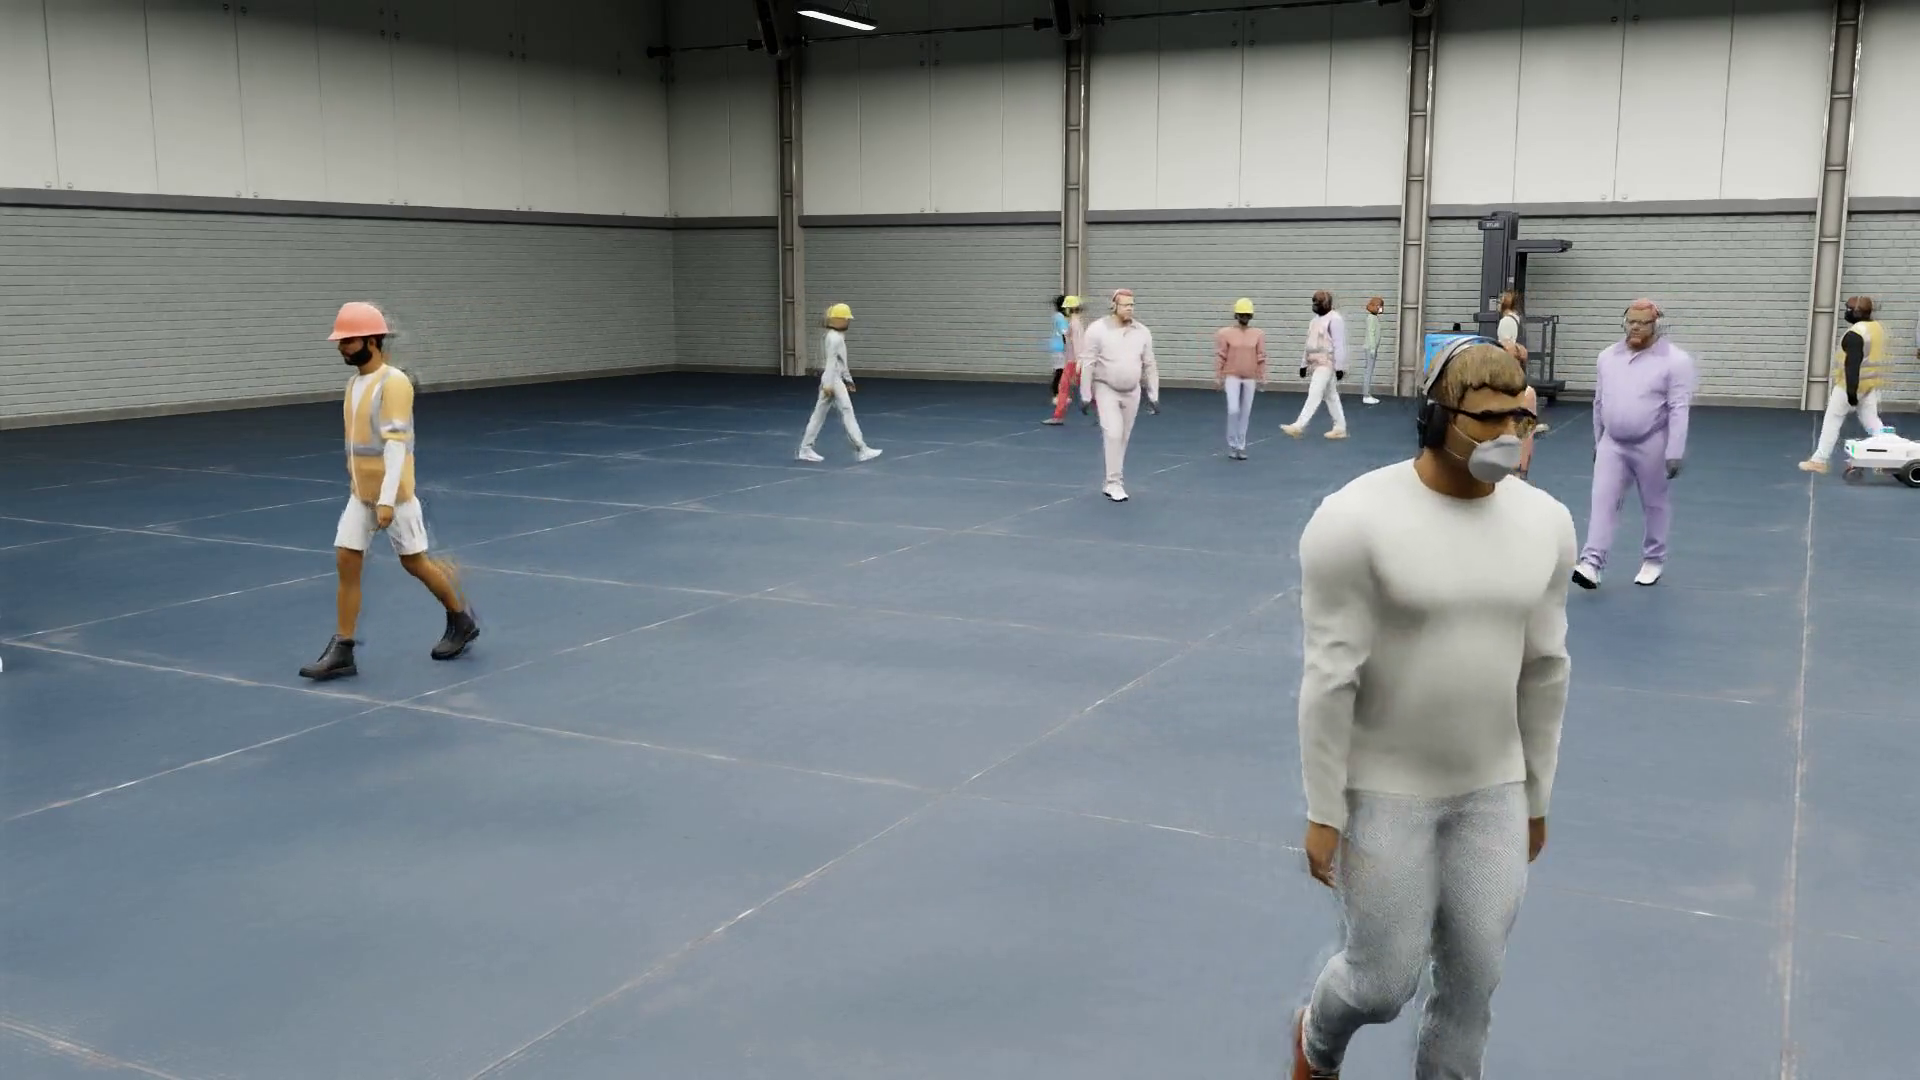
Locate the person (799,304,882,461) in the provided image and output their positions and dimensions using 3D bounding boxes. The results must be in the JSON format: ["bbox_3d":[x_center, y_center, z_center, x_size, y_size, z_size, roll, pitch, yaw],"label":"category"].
[{"bbox_3d":[-1.330,-1.692,17.921,0.896,1.690,0.497,-2,9,-9],"label":"person"}]

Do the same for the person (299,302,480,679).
[{"bbox_3d":[-2.939,-0.274,8.569,0.555,1.904,0.961,7,12,38],"label":"person"}]

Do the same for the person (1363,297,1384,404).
[{"bbox_3d":[6.418,-2.949,25.858,0.279,1.633,0.497,3,10,17],"label":"person"}]

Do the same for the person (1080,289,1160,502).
[{"bbox_3d":[1.470,-1.270,14.735,0.685,1.873,0.840,-4,10,-22],"label":"person"}]

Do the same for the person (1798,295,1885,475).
[{"bbox_3d":[9.085,-1.566,16.800,0.618,1.808,0.931,-7,11,-36],"label":"person"}]

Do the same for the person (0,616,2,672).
[{"bbox_3d":[-5.108,-0.224,8.321,0.332,1.874,0.520,6,11,31],"label":"person"}]

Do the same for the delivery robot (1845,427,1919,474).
[{"bbox_3d":[8.950,-0.847,16.051,0.707,0.478,0.477,3,10,18],"label":"delivery robot"}]

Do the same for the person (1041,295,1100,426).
[{"bbox_3d":[1.572,-2.383,22.091,0.892,1.729,0.540,2,9,11],"label":"person"}]

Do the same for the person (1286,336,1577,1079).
[{"bbox_3d":[0.984,0.519,3.577,0.630,1.920,0.562,-2,10,-14],"label":"person"}]

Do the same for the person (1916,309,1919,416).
[{"bbox_3d":[13.847,-2.725,23.509,0.406,1.947,0.607,-8,12,-40],"label":"person"}]

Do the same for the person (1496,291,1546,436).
[{"bbox_3d":[6.871,-2.184,20.662,0.965,1.803,0.524,8,12,41],"label":"person"}]

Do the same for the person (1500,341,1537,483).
[{"bbox_3d":[3.488,-0.484,10.751,0.506,1.589,0.852,7,11,36],"label":"person"}]

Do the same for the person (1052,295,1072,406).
[{"bbox_3d":[1.594,-2.883,25.307,0.432,1.682,0.539,1,9,8],"label":"person"}]

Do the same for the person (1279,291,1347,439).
[{"bbox_3d":[4.326,-2.113,20.205,0.964,1.789,0.658,-2,9,-11],"label":"person"}]

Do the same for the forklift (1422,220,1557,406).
[{"bbox_3d":[8.245,-3.527,25.720,1.873,2.768,1.129,5,10,27],"label":"forklift"}]

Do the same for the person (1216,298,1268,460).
[{"bbox_3d":[3.068,-1.737,18.002,0.552,1.745,0.553,-1,9,-7],"label":"person"}]

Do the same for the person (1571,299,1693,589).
[{"bbox_3d":[4.305,-0.595,10.642,0.663,1.854,1.025,9,13,44],"label":"person"}]
